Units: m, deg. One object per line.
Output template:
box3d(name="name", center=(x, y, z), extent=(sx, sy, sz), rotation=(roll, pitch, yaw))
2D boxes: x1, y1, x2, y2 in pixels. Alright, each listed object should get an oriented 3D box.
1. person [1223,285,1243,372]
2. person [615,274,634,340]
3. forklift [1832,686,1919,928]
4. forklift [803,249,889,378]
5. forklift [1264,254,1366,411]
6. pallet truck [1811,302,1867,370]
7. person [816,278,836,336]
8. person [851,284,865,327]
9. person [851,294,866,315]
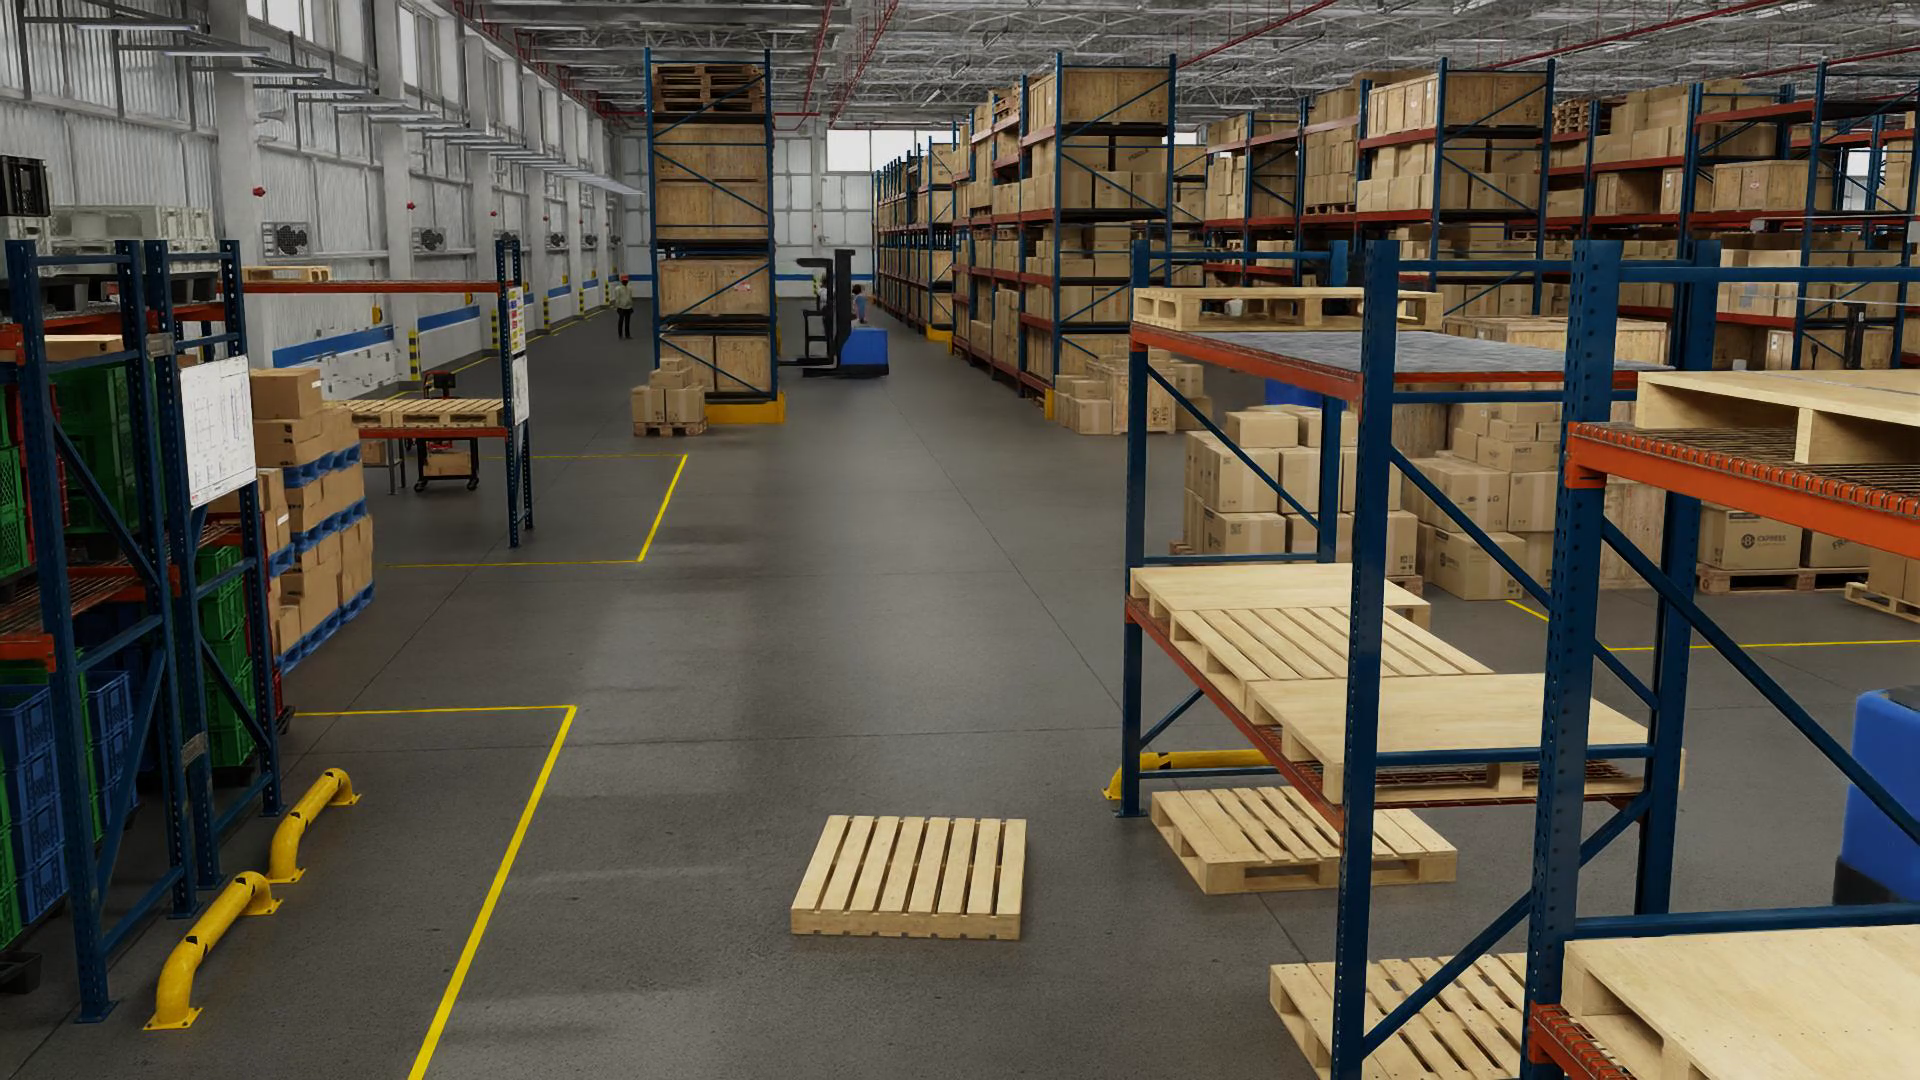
box3d(name="person", center=(6.371, -4.862, 38.327), extent=(0.628, 1.984, 0.936), rotation=(3, 11, 17))
box3d(name="person", center=(-10.226, -7.108, 50.773), extent=(0.396, 1.992, 0.622), rotation=(8, 13, 39))
box3d(name="forklift", center=(4.483, 0.465, 6.354), extent=(1.129, 2.768, 1.873), rotation=(-1, 10, -6))
box3d(name="forklift", center=(-2.549, -5.022, 36.758), extent=(1.873, 2.768, 1.129), rotation=(-1, 10, -6))
box3d(name="forklift", center=(5.502, -2.771, 24.286), extent=(1.873, 2.768, 1.129), rotation=(-4, 11, -22))
box3d(name="pallet truck", center=(15.846, -3.142, 28.793), extent=(1.885, 1.965, 0.823), rotation=(2, 10, 12))
box3d(name="person", center=(-4.137, -7.153, 51.362), extent=(0.595, 1.881, 0.960), rotation=(2, 10, 11))
box3d(name="person", center=(-2.931, -6.179, 46.126), extent=(0.722, 1.819, 0.632), rotation=(-1, 10, -3))
box3d(name="person", center=(-3.272, -7.274, 52.831), extent=(0.505, 1.576, 0.896), rotation=(-6, 12, -30))
